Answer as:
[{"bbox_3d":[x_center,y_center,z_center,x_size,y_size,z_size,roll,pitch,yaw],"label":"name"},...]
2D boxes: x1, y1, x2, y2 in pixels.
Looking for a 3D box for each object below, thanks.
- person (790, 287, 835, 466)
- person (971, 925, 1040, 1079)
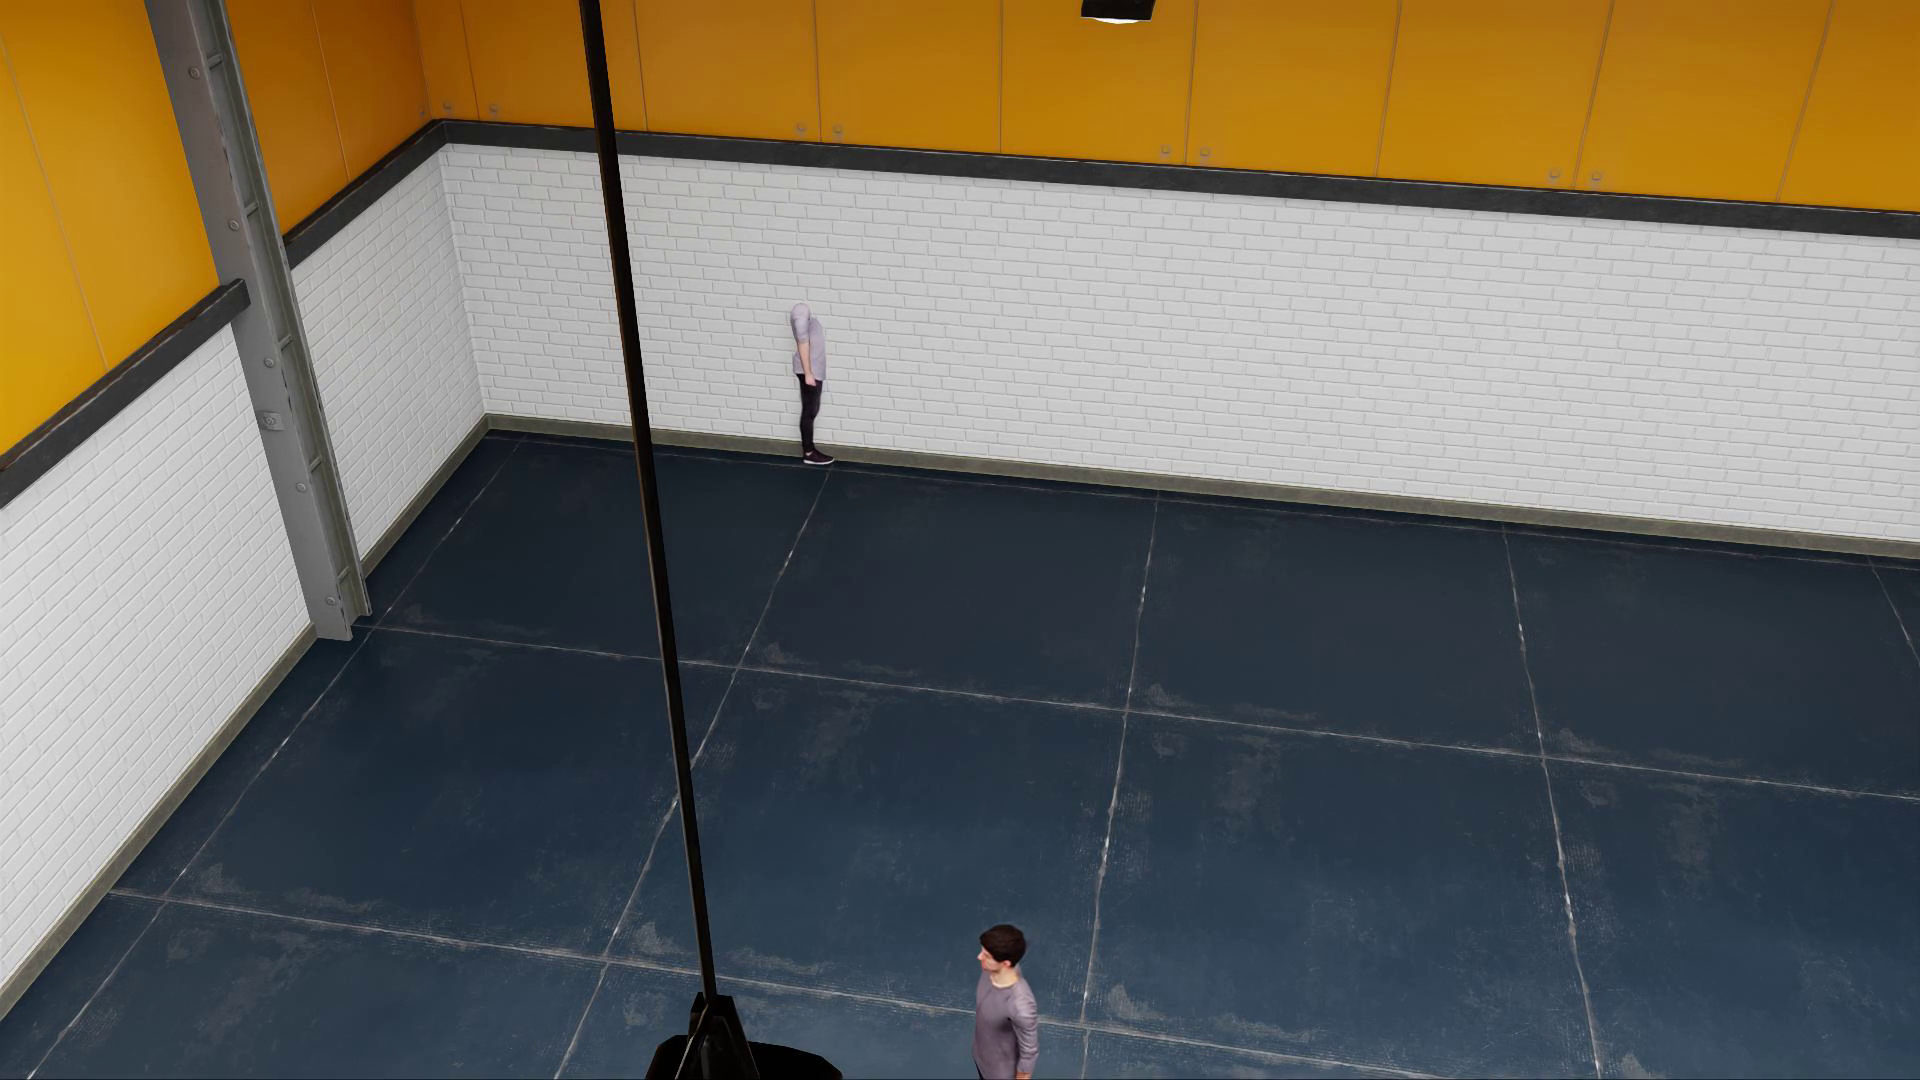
[{"bbox_3d":[-1.359,-1.578,15.023,0.750,1.835,0.553,2,34,3],"label":"person"},{"bbox_3d":[0.231,2.670,8.616,0.805,1.851,0.660,-12,35,-17],"label":"person"}]
